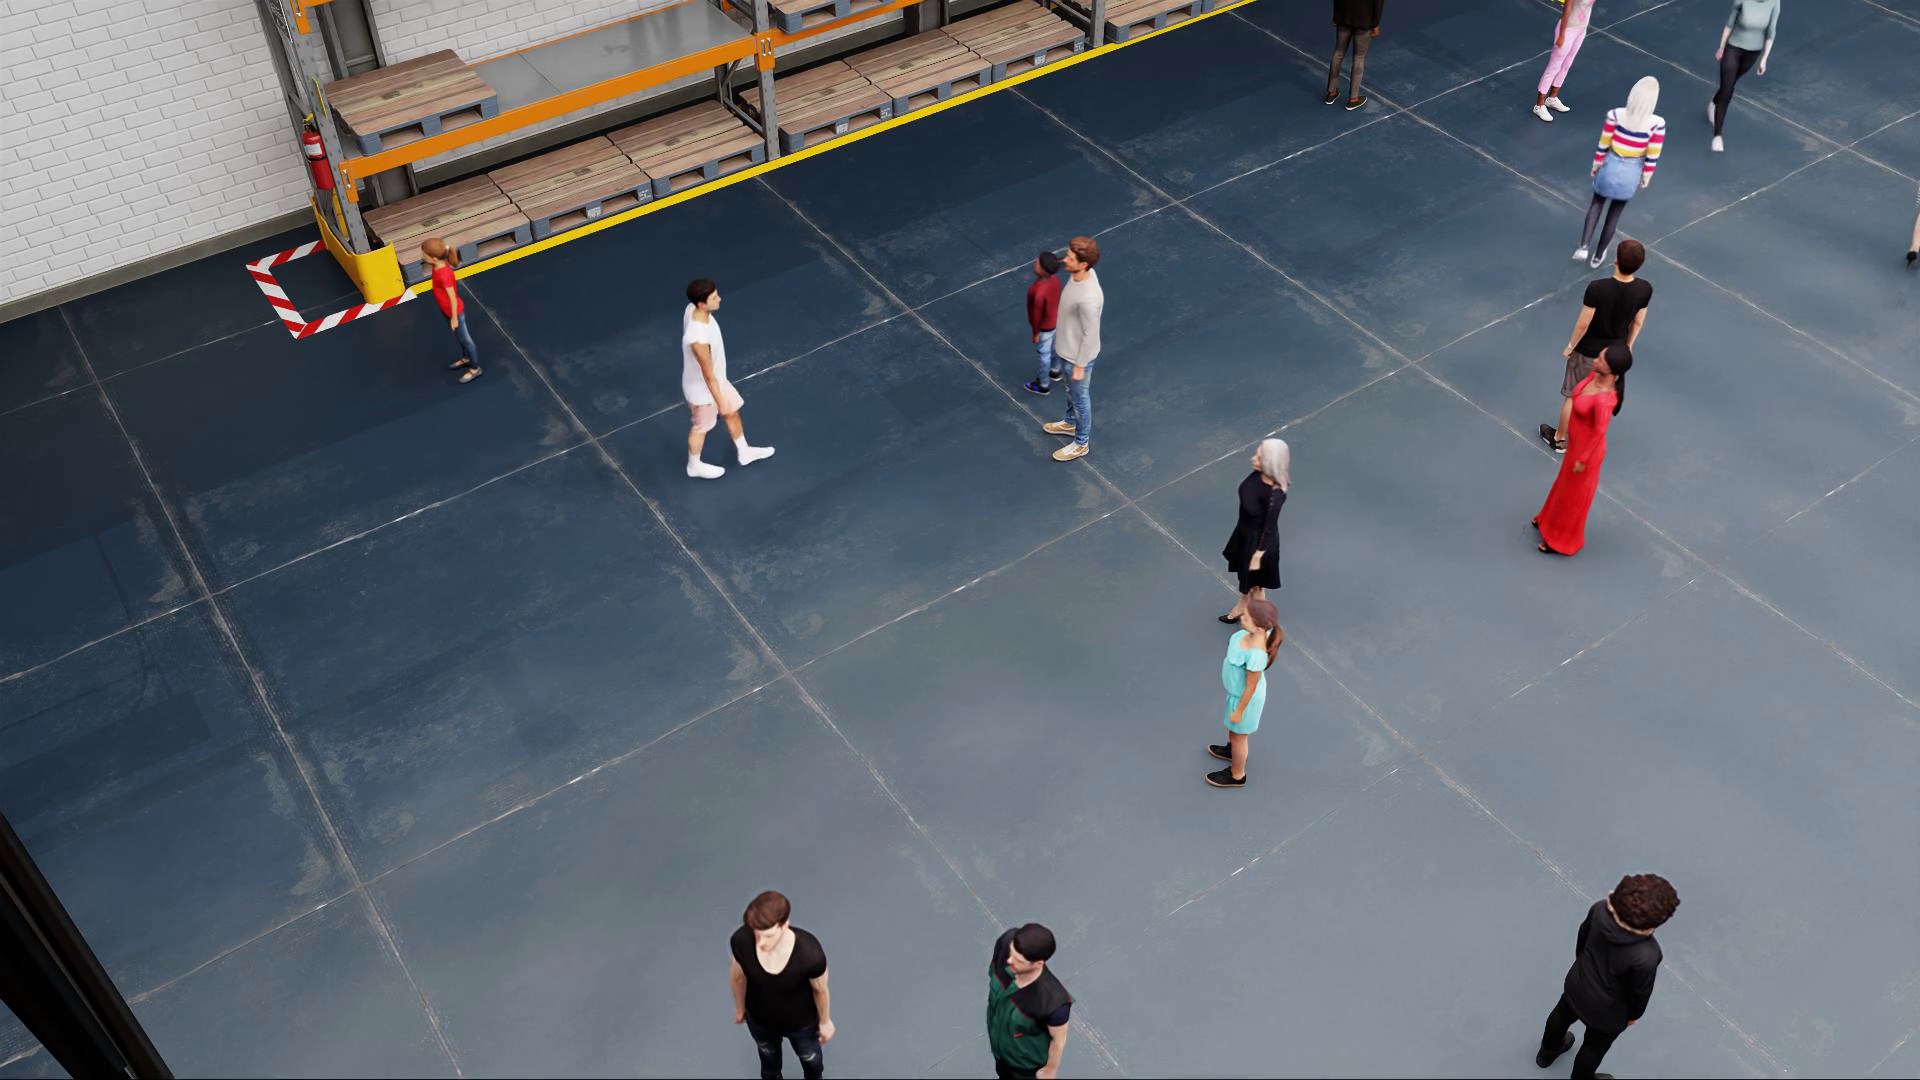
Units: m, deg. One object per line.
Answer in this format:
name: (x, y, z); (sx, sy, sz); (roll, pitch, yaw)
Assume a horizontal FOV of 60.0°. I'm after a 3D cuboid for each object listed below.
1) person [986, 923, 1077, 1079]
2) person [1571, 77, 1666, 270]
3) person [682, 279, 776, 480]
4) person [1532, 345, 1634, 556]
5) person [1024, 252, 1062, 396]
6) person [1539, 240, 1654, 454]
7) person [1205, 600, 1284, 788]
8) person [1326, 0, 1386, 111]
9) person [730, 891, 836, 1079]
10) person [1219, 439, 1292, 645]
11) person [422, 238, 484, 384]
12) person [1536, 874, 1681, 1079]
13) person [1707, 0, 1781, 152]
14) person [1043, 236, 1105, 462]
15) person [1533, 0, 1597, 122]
person: (0.326, 2.470, 8.271); (0.560, 1.901, 0.672); (-24, 49, -23)
person: (5.595, -3.072, 14.160); (0.797, 1.801, 0.853); (22, 48, 22)
person: (-1.948, -1.150, 12.173); (1.045, 1.760, 0.927); (-2, 44, -2)
person: (4.369, -0.636, 11.617); (0.797, 1.783, 0.742); (6, 44, 6)
person: (0.690, -1.730, 13.149); (0.631, 1.252, 0.537); (21, 48, 21)
person: (4.768, -1.429, 12.392); (0.712, 1.862, 0.823); (-2, 44, -2)
person: (1.740, 0.922, 10.144); (0.710, 1.558, 0.648); (8, 44, 9)
person: (3.877, -5.100, 16.290); (0.721, 1.800, 0.676); (27, 50, 26)
person: (-0.892, 2.352, 8.399); (0.754, 1.896, 0.798); (9, 44, 10)
person: (1.945, 0.008, 10.967); (0.711, 1.747, 0.691); (-4, 44, -5)
person: (-4.036, -1.852, 13.235); (0.501, 1.310, 0.499); (-20, 47, -20)
person: (3.307, 2.295, 8.541); (0.648, 1.781, 0.657); (-18, 47, -18)
person: (7.461, -4.653, 15.905); (1.115, 1.684, 1.195); (9, 44, 9)
person: (0.876, -1.436, 12.368); (0.741, 1.905, 0.751); (-6, 44, -6)
person: (5.942, -4.957, 16.182); (0.472, 1.742, 0.659); (-31, 52, -28)
